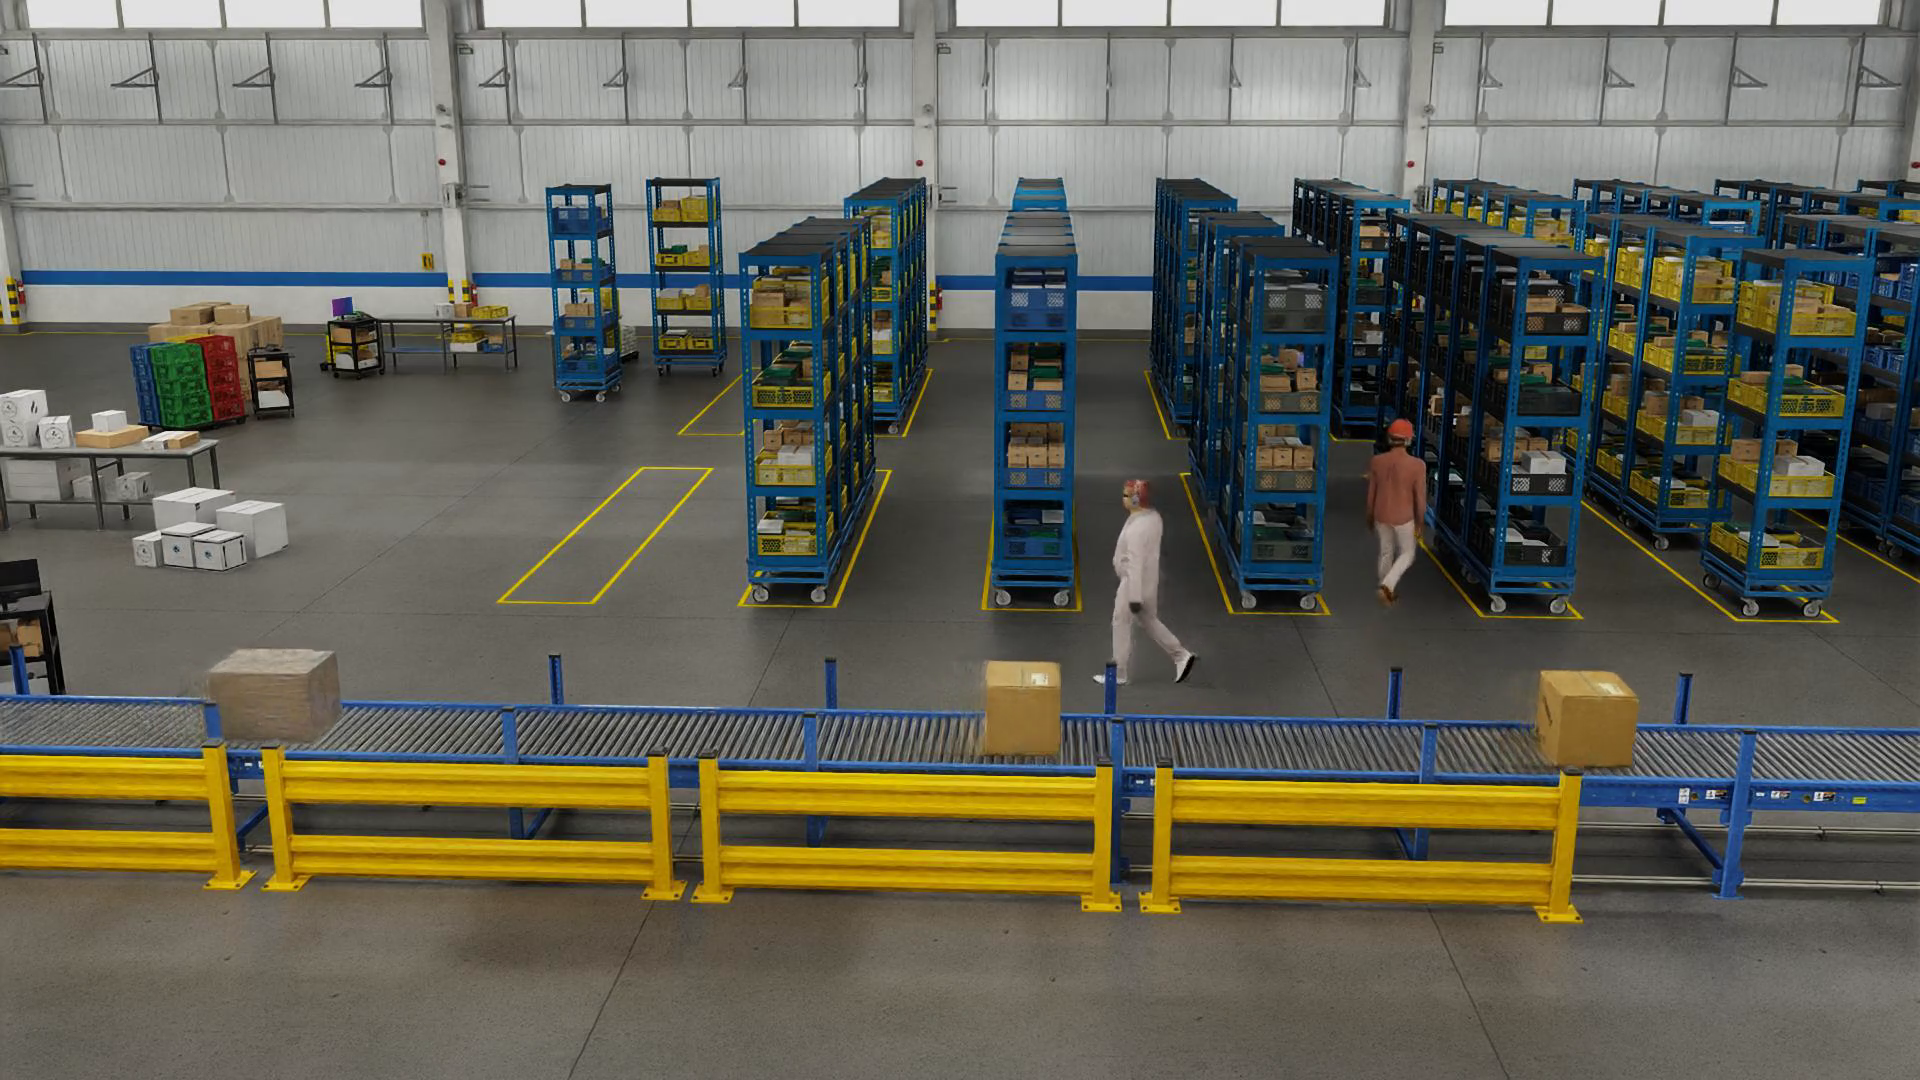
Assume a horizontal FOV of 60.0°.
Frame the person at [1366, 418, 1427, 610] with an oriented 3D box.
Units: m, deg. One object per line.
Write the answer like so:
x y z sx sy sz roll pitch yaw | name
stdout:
4.349 -0.240 16.670 0.641 1.979 0.601 12 19 38 | person

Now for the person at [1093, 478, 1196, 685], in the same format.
1.630 0.383 14.548 0.805 1.886 0.637 7 17 24 | person

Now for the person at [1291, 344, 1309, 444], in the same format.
4.752 -2.026 23.610 0.569 1.856 0.409 -9 18 -31 | person
